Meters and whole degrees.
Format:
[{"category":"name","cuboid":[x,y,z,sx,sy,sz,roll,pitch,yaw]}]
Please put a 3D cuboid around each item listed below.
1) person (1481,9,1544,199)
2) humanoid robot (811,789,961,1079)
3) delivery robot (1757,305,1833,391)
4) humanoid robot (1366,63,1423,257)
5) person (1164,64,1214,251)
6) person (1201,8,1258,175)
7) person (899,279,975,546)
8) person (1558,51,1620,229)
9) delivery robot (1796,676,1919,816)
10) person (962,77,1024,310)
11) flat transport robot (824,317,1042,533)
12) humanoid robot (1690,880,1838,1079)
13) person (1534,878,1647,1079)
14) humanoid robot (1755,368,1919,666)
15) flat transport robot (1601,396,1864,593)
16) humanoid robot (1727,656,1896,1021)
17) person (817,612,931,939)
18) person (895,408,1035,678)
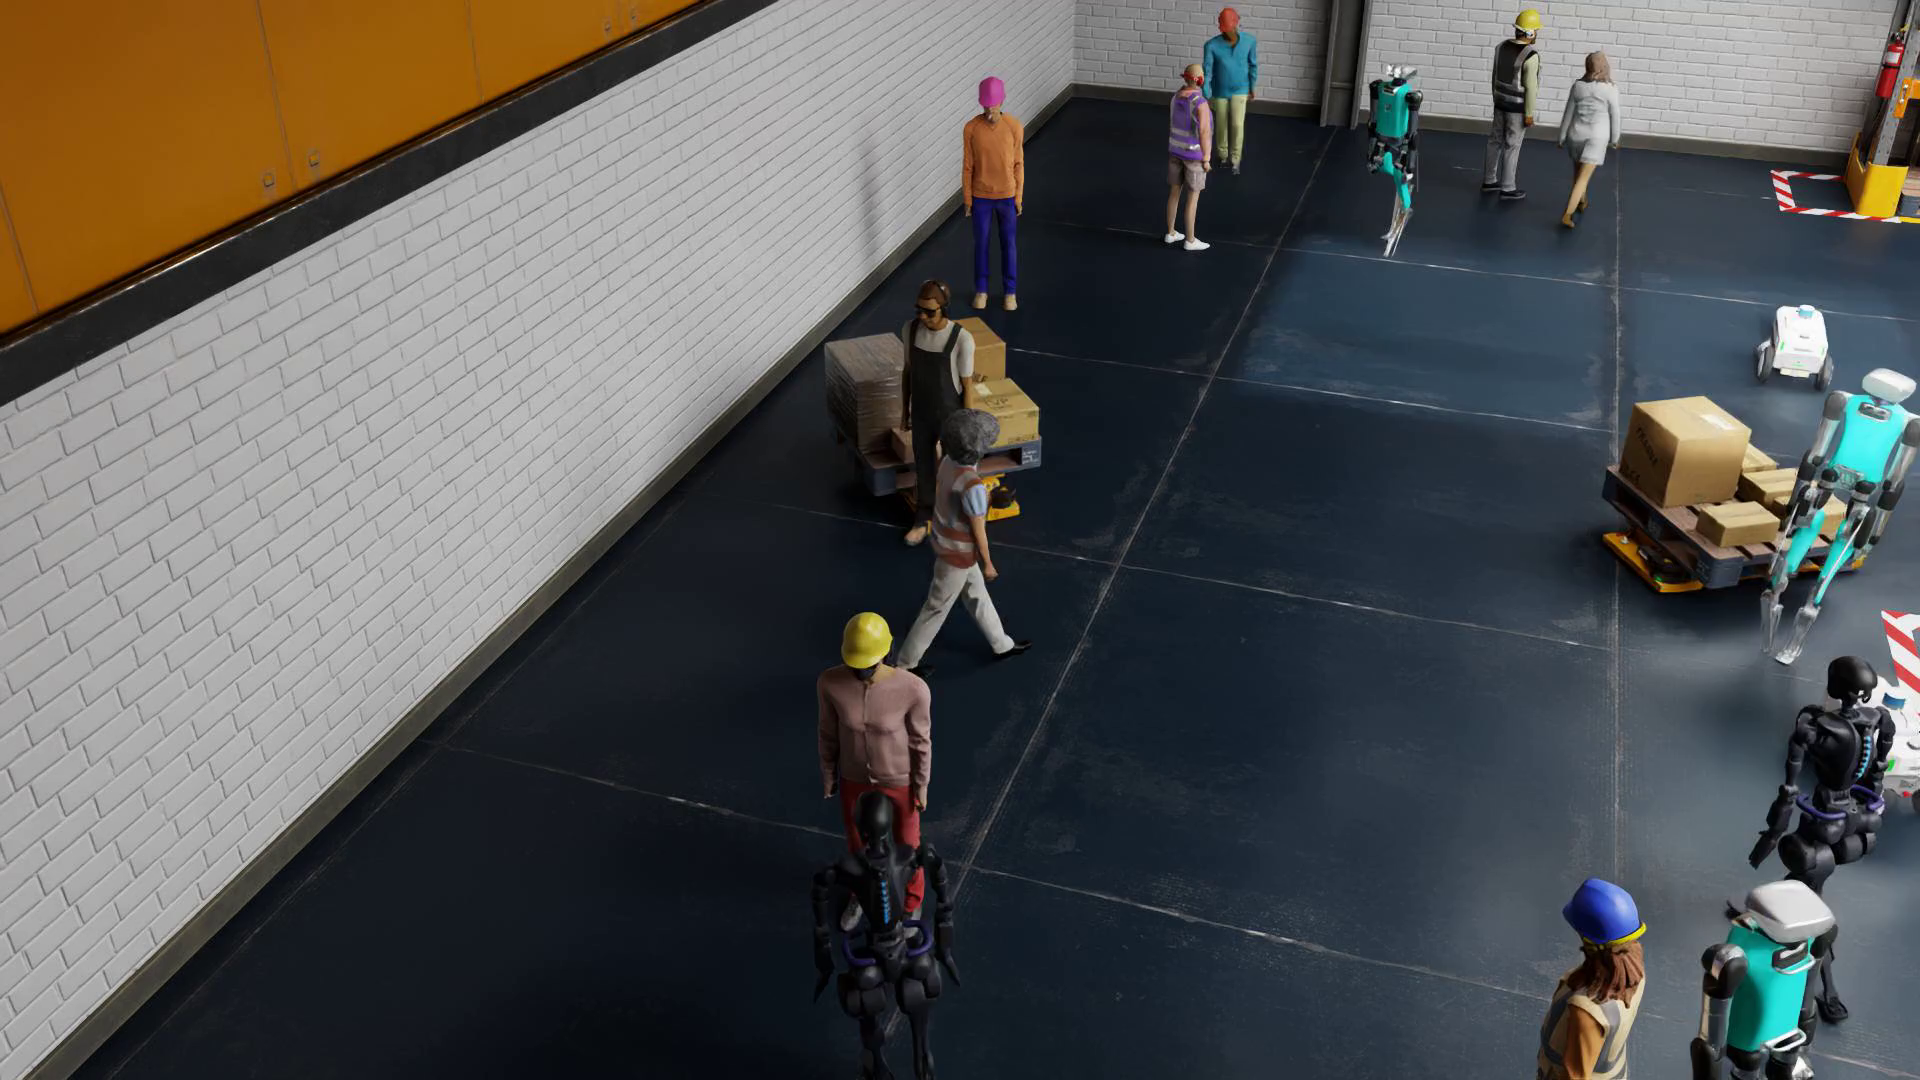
[{"category":"person","cuboid":[5.463,-4.290,16.382,0.404,1.833,0.586,-12,33,-20]},{"category":"humanoid robot","cuboid":[-0.270,1.691,6.420,0.588,1.638,0.771,-6,31,-9]},{"category":"delivery robot","cuboid":[6.499,-1.511,12.930,0.525,0.611,0.783,11,32,18]},{"category":"humanoid robot","cuboid":[4.027,-3.450,15.079,0.792,1.811,0.539,-23,37,-33]},{"category":"person","cuboid":[2.078,-3.477,15.134,0.351,1.694,0.479,-21,36,-31]},{"category":"person","cuboid":[2.751,-4.609,17.049,0.585,1.698,0.641,1,30,2]},{"category":"person","cuboid":[-0.148,-0.770,10.389,0.506,1.838,0.333,16,34,25]},{"category":"person","cuboid":[5.944,-3.807,15.772,0.511,1.604,0.911,20,36,30]},{"category":"delivery robot","cuboid":[4.754,1.017,8.584,0.499,0.566,0.739,-1,30,-1]},{"category":"person","cuboid":[0.276,-2.875,13.842,0.516,1.974,0.405,1,30,2]},{"category":"flat transport robot","cuboid":[-0.167,-0.507,11.488,0.659,0.231,1.431,-11,32,-18]},{"category":"humanoid robot","cuboid":[2.822,2.023,5.725,0.530,1.774,0.691,-14,33,-22]},{"category":"person","cuboid":[2.157,1.916,5.881,0.332,1.771,0.466,22,37,32]},{"category":"humanoid robot","cuboid":[4.823,-0.020,9.273,0.563,1.827,0.750,26,39,36]},{"category":"flat transport robot","cuboid":[4.916,0.024,10.584,1.431,0.231,0.659,-7,31,-11]},{"category":"humanoid robot","cuboid":[3.756,1.244,7.183,0.589,1.622,0.797,-9,32,-15]},{"category":"person","cuboid":[-0.376,1.055,7.364,0.516,1.755,0.349,6,31,10]},{"category":"person","cuboid":[-0.003,0.031,9.219,0.861,1.632,0.450,-8,31,-13]}]
